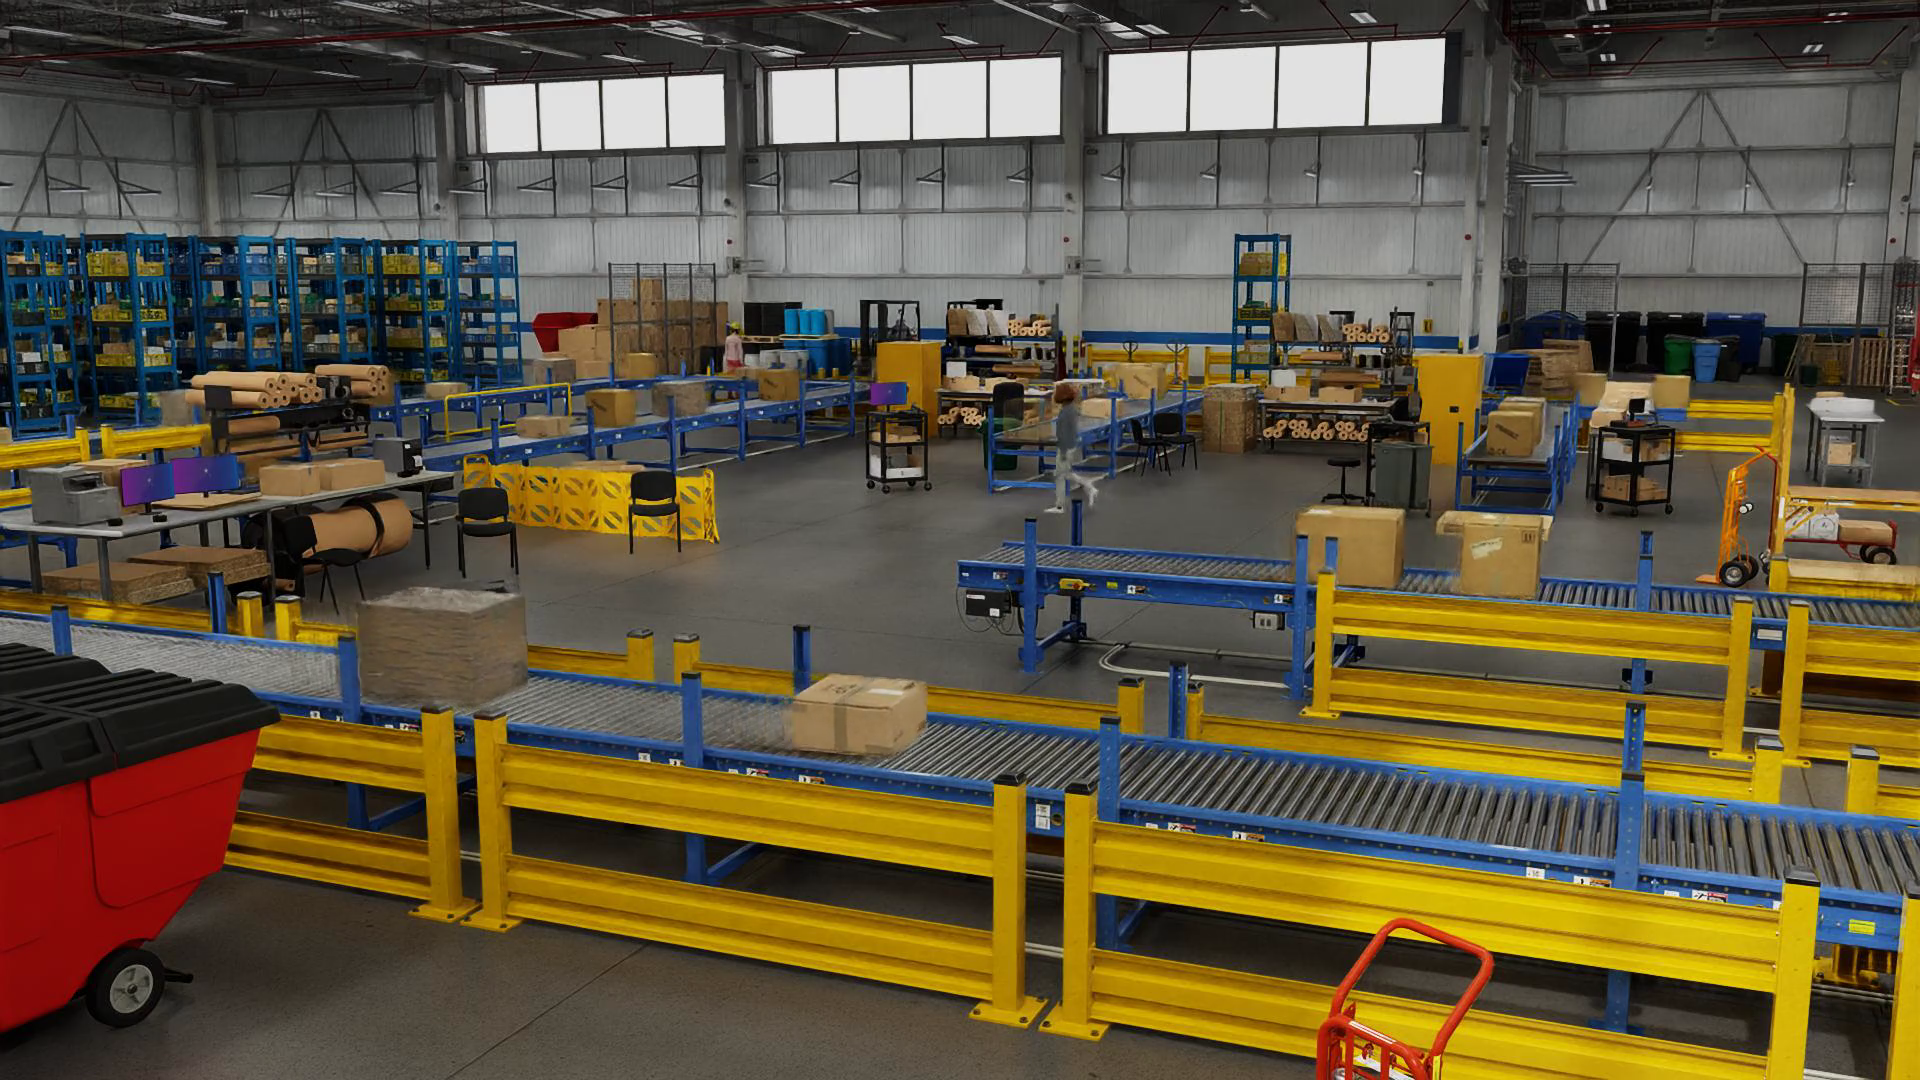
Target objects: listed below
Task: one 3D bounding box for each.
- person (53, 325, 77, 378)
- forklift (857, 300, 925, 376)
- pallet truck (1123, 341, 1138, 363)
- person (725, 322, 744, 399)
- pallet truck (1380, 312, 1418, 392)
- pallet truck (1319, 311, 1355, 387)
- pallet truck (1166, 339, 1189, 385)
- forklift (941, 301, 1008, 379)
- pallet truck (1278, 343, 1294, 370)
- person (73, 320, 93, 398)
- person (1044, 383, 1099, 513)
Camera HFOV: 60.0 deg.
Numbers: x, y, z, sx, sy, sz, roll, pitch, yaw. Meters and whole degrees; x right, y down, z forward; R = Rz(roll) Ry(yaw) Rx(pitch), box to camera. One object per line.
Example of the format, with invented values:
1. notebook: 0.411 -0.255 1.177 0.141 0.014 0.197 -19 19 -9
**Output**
1. person: -19.527 -3.924 36.191 0.622 1.996 0.370 0 9 0
2. forklift: -1.732 -5.109 42.468 1.157 1.987 2.680 4 10 22
3. pallet truck: 4.445 -4.380 41.279 0.680 1.201 1.601 4 10 22
4. person: -5.092 -4.061 37.723 0.532 1.767 0.328 8 12 39
5. pallet truck: 10.207 -4.283 38.369 0.823 1.965 1.885 3 10 20
6. pallet truck: 9.071 -4.419 39.190 0.823 1.965 1.885 5 10 26
7. pallet truck: 5.418 -4.269 40.420 0.704 1.261 1.522 3 10 20
8. forklift: 0.365 -4.966 41.571 1.157 1.987 2.680 3 10 20
9. pallet truck: 7.886 -4.163 39.743 0.653 1.274 1.630 4 10 22
10. person: -19.881 -4.066 37.651 0.591 1.797 0.949 4 10 24
11. person: 1.358 -1.115 20.336 0.581 1.611 0.497 3 10 17
